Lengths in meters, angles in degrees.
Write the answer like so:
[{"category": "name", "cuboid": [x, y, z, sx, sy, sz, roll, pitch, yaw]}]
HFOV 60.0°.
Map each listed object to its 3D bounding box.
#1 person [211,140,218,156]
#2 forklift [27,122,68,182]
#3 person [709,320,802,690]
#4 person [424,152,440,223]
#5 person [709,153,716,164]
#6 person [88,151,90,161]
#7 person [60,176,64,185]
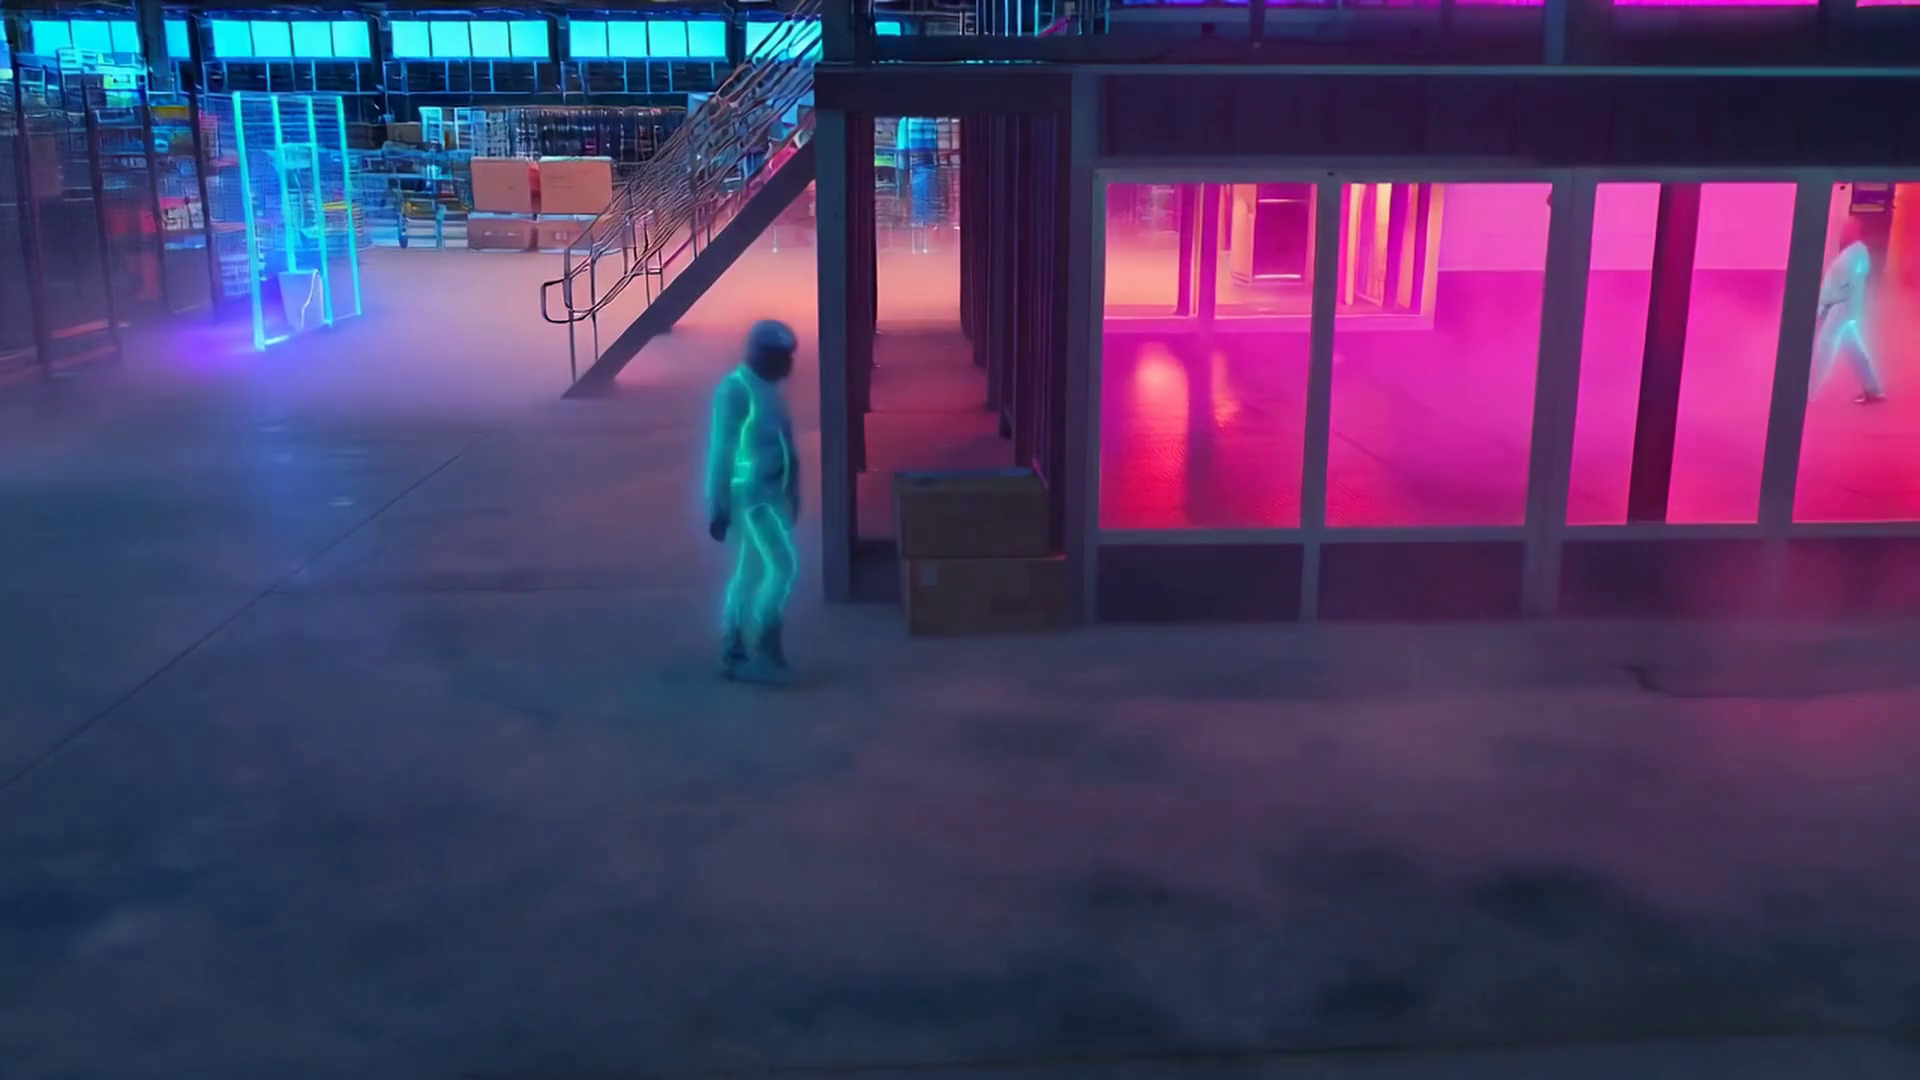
[{"category": "person", "cuboid": [-38.352, -19.613, 85.681, 0.657, 1.932, 0.501, 9, 17, 32]}, {"category": "forklift", "cuboid": [-35.376, -14.773, 64.377, 1.129, 2.768, 1.873, -1, 14, -2]}, {"category": "person", "cuboid": [-0.939, -0.165, 8.186, 0.615, 1.807, 0.683, 3, 14, 11]}, {"category": "person", "cuboid": [-13.877, -9.212, 43.897, 0.407, 2.029, 0.608, -10, 17, -36]}, {"category": "person", "cuboid": [-11.383, -17.192, 76.271, 0.921, 1.789, 0.609, 1, 14, 4]}, {"category": "person", "cuboid": [-39.835, -17.334, 76.533, 0.376, 1.934, 0.547, -1, 14, -5]}, {"category": "person", "cuboid": [-23.998, -9.138, 44.199, 0.533, 1.724, 0.905, 1, 14, 5]}]
